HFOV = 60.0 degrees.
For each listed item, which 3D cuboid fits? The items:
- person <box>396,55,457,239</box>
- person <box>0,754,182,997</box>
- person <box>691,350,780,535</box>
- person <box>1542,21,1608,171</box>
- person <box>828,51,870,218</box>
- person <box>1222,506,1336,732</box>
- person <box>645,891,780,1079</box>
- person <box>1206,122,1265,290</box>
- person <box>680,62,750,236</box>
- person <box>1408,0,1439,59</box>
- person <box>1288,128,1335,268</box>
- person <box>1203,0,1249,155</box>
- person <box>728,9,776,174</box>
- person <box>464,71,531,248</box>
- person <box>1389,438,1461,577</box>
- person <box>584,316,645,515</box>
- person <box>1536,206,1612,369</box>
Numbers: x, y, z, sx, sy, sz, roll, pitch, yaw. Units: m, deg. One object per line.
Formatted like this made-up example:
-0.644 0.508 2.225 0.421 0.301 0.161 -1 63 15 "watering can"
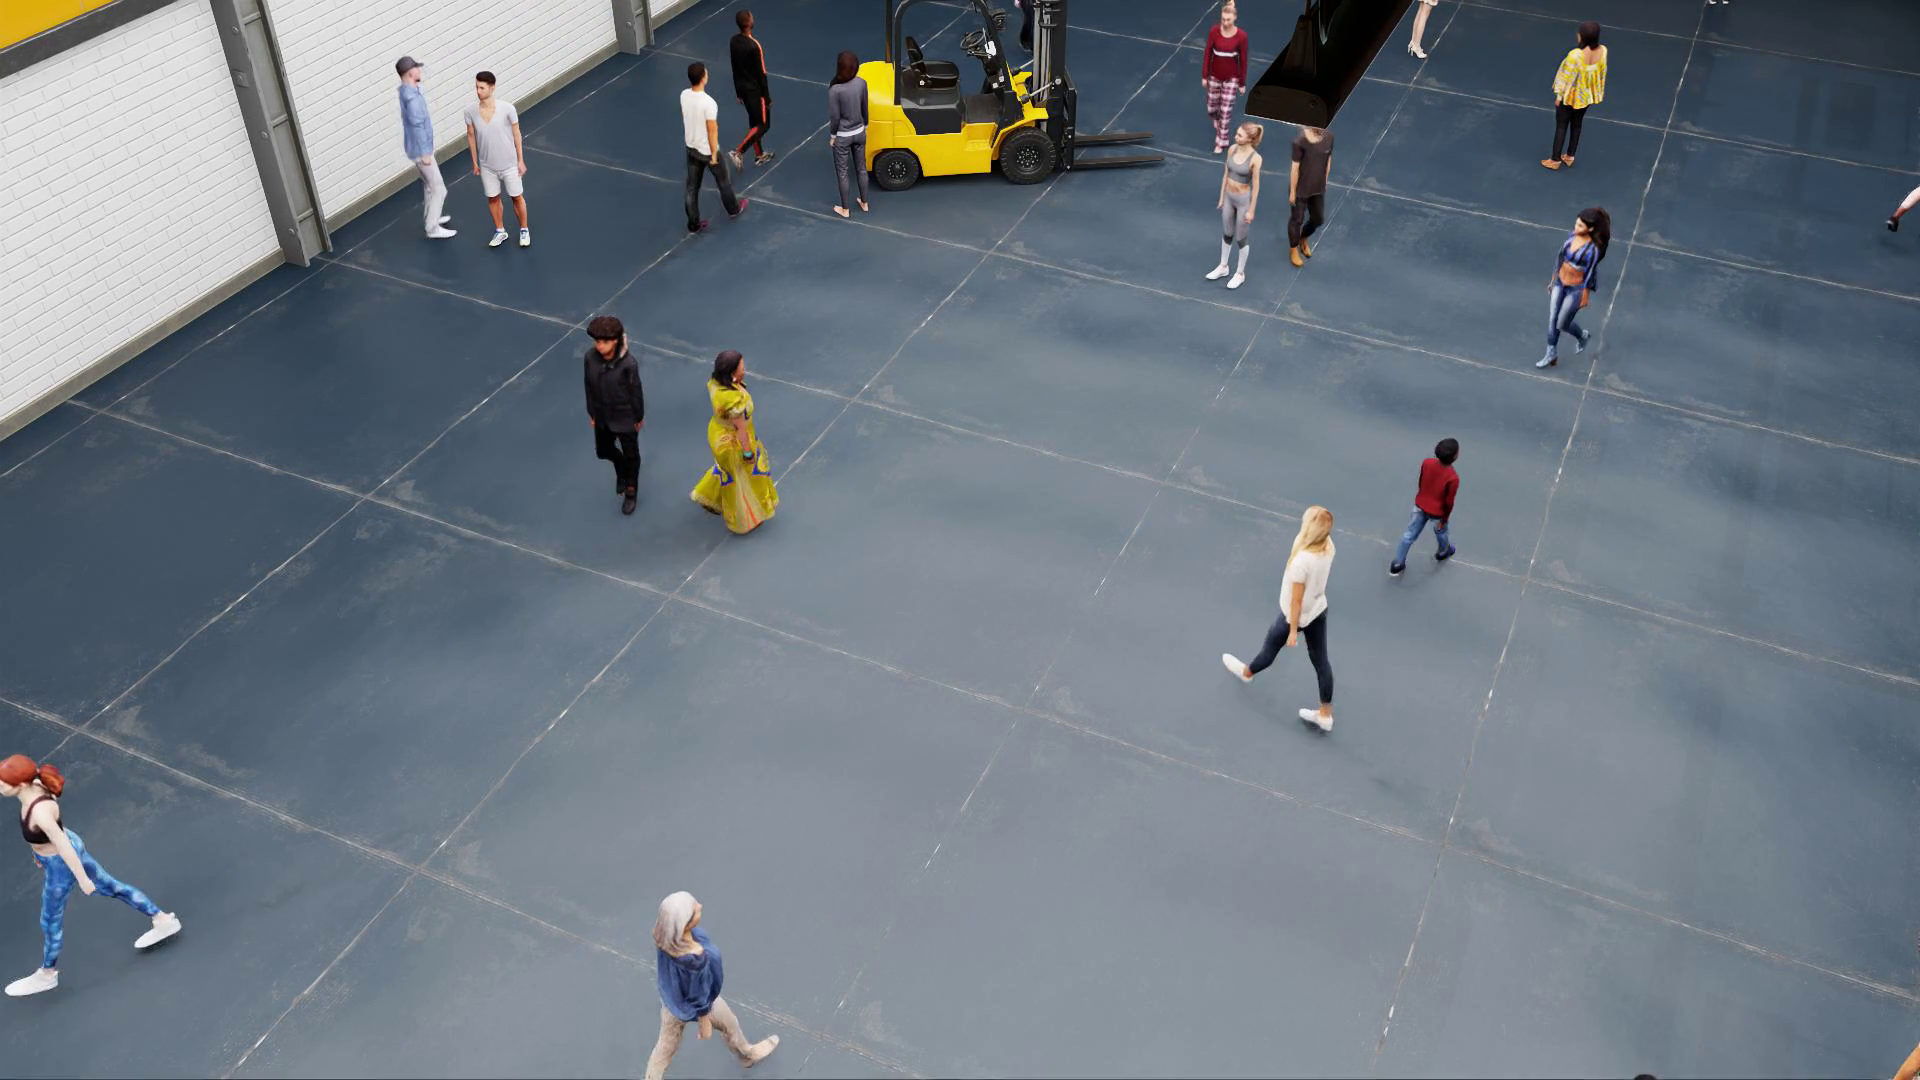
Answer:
-5.498 -3.972 16.879 0.816 1.866 0.779 -14 41 -16 "person"
-5.099 1.873 9.678 1.258 1.729 1.032 -22 43 -25 "person"
-1.857 -0.736 13.012 1.127 1.645 1.065 -14 41 -17 "person"
6.716 -4.845 18.141 0.881 1.655 0.945 -16 41 -20 "person"
-1.146 -4.224 17.272 0.649 1.770 0.757 -22 44 -25 "person"
2.401 0.565 11.279 1.189 1.764 0.996 -29 47 -31 "person"
-1.522 2.521 8.929 1.205 1.650 0.927 -28 46 -30 "person"
2.712 -3.271 16.129 0.634 1.706 0.631 -29 47 -32 "person"
-2.689 -3.945 16.930 0.707 1.771 1.037 20 43 23 "person"
5.805 -6.853 20.590 0.716 1.736 0.594 0 39 0 "person"
3.410 -3.554 16.492 0.746 1.696 0.798 -11 40 -13 "person"
2.962 -5.185 18.539 0.707 1.689 0.813 10 40 12 "person"
-2.303 -4.821 18.000 0.825 1.793 1.047 30 47 32 "person"
-4.633 -3.833 16.716 0.762 1.852 0.724 0 39 -1 "person"
3.561 -0.227 12.704 0.949 1.224 0.714 -30 48 -32 "person"
-2.738 -1.060 13.310 0.746 1.770 0.822 6 39 7 "person"
5.537 -2.263 14.945 0.888 1.609 0.826 -14 41 -17 "person"
